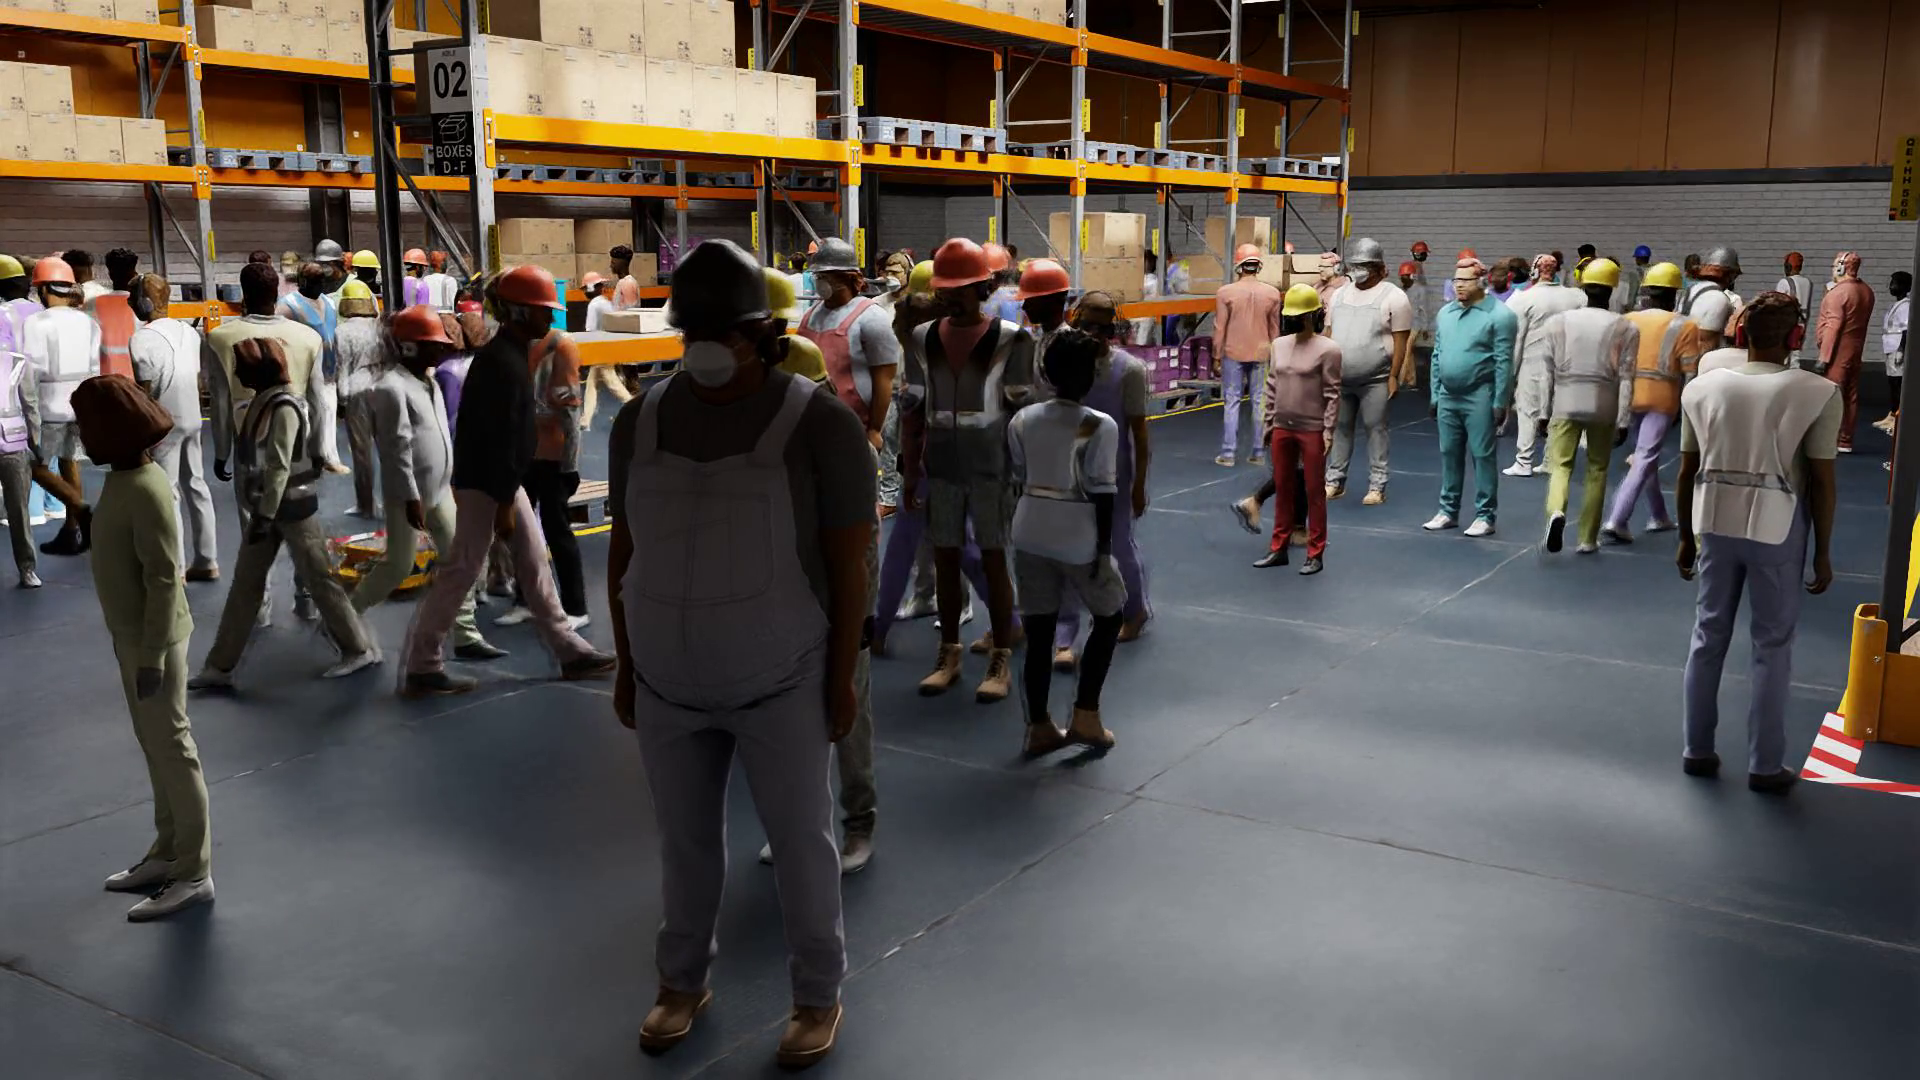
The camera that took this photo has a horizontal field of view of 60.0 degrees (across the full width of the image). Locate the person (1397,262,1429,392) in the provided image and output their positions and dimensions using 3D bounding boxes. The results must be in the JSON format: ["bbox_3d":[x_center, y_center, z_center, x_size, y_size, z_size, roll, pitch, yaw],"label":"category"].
[{"bbox_3d":[5.888,-2.833,22.186,0.800,1.719,0.595,-6,12,-31],"label":"person"}]

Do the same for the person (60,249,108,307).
[{"bbox_3d":[-8.394,-1.834,16.081,0.437,1.940,0.609,-1,10,-7],"label":"person"}]

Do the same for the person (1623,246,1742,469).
[{"bbox_3d":[6.082,-1.474,13.796,1.012,2.000,0.686,0,10,-3],"label":"person"}]

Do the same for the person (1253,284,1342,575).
[{"bbox_3d":[2.059,-0.671,10.123,0.323,1.764,0.524,-10,14,-44],"label":"person"}]

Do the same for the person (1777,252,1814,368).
[{"bbox_3d":[9.978,-2.512,20.014,0.584,1.878,0.368,-5,12,-27],"label":"person"}]

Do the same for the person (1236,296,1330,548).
[{"bbox_3d":[2.161,-0.761,10.869,0.510,1.677,0.541,0,10,-2],"label":"person"}]

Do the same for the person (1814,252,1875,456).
[{"bbox_3d":[8.257,-1.740,15.641,0.638,1.910,0.407,-7,12,-34],"label":"person"}]

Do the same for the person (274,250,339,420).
[{"bbox_3d":[-6.859,-2.059,17.369,0.634,1.922,0.648,1,10,8],"label":"person"}]

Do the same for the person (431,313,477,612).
[{"bbox_3d":[-2.762,-0.418,9.085,0.312,1.631,0.528,-2,10,-10],"label":"person"}]

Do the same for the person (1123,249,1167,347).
[{"bbox_3d":[2.462,-2.930,22.272,1.003,1.901,0.621,-7,12,-35],"label":"person"}]

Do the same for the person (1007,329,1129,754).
[{"bbox_3d":[0.429,0.018,6.539,0.536,1.682,0.429,8,13,37],"label":"person"}]

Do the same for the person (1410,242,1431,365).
[{"bbox_3d":[7.439,-3.854,27.110,0.381,1.994,0.622,2,10,10],"label":"person"}]

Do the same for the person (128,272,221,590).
[{"bbox_3d":[-4.588,-0.624,9.661,0.339,1.838,0.510,3,11,17],"label":"person"}]

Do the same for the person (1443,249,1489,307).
[{"bbox_3d":[6.178,-2.586,20.345,0.545,1.906,0.596,-1,10,-5],"label":"person"}]

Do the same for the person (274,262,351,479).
[{"bbox_3d":[-5.521,-1.445,14.228,0.429,1.836,0.632,5,11,26],"label":"person"}]

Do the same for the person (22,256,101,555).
[{"bbox_3d":[-5.686,-0.823,10.534,0.575,1.923,0.571,4,11,19],"label":"person"}]

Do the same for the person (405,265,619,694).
[{"bbox_3d":[-2.050,-0.254,7.410,0.985,1.918,0.647,-2,10,-9],"label":"person"}]

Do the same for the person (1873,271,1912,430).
[{"bbox_3d":[9.997,-2.014,17.742,0.317,1.695,0.540,4,11,20],"label":"person"}]

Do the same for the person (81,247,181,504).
[{"bbox_3d":[-6.244,-1.208,12.527,0.603,1.967,0.367,-1,10,-4],"label":"person"}]

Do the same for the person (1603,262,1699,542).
[{"bbox_3d":[4.670,-0.929,11.260,1.007,1.885,0.605,-7,12,-34],"label":"person"}]

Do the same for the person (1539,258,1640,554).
[{"bbox_3d":[3.972,-0.829,10.576,0.590,1.911,0.673,6,12,28],"label":"person"}]

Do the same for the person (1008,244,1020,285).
[{"bbox_3d":[0.987,-4.739,32.175,0.372,1.940,0.632,1,10,4],"label":"person"}]

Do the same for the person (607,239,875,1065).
[{"bbox_3d":[-0.571,0.281,4.076,0.686,2.000,0.535,3,11,15],"label":"person"}]

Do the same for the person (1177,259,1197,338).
[{"bbox_3d":[3.354,-3.297,24.754,0.315,1.738,0.486,-2,10,-13],"label":"person"}]

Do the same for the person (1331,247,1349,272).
[{"bbox_3d":[6.302,-3.889,27.559,0.397,1.910,0.587,3,11,16],"label":"person"}]

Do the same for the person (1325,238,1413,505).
[{"bbox_3d":[3.071,-1.291,12.786,0.683,2.000,0.538,8,13,38],"label":"person"}]

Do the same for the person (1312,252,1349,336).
[{"bbox_3d":[3.747,-1.966,16.937,0.398,1.900,0.643,-6,12,-29],"label":"person"}]

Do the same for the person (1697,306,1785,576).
[{"bbox_3d":[4.709,-0.601,10.085,0.505,1.632,0.269,8,13,38],"label":"person"}]

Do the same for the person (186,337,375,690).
[{"bbox_3d":[-3.096,-0.116,7.517,0.852,1.595,0.515,-10,14,-43],"label":"person"}]

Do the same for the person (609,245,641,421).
[{"bbox_3d":[-3.700,-2.267,18.401,0.368,1.966,0.602,-3,11,-16],"label":"person"}]

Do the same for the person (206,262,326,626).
[{"bbox_3d":[-3.630,-0.498,8.770,0.580,1.911,0.396,-9,13,-39],"label":"person"}]
